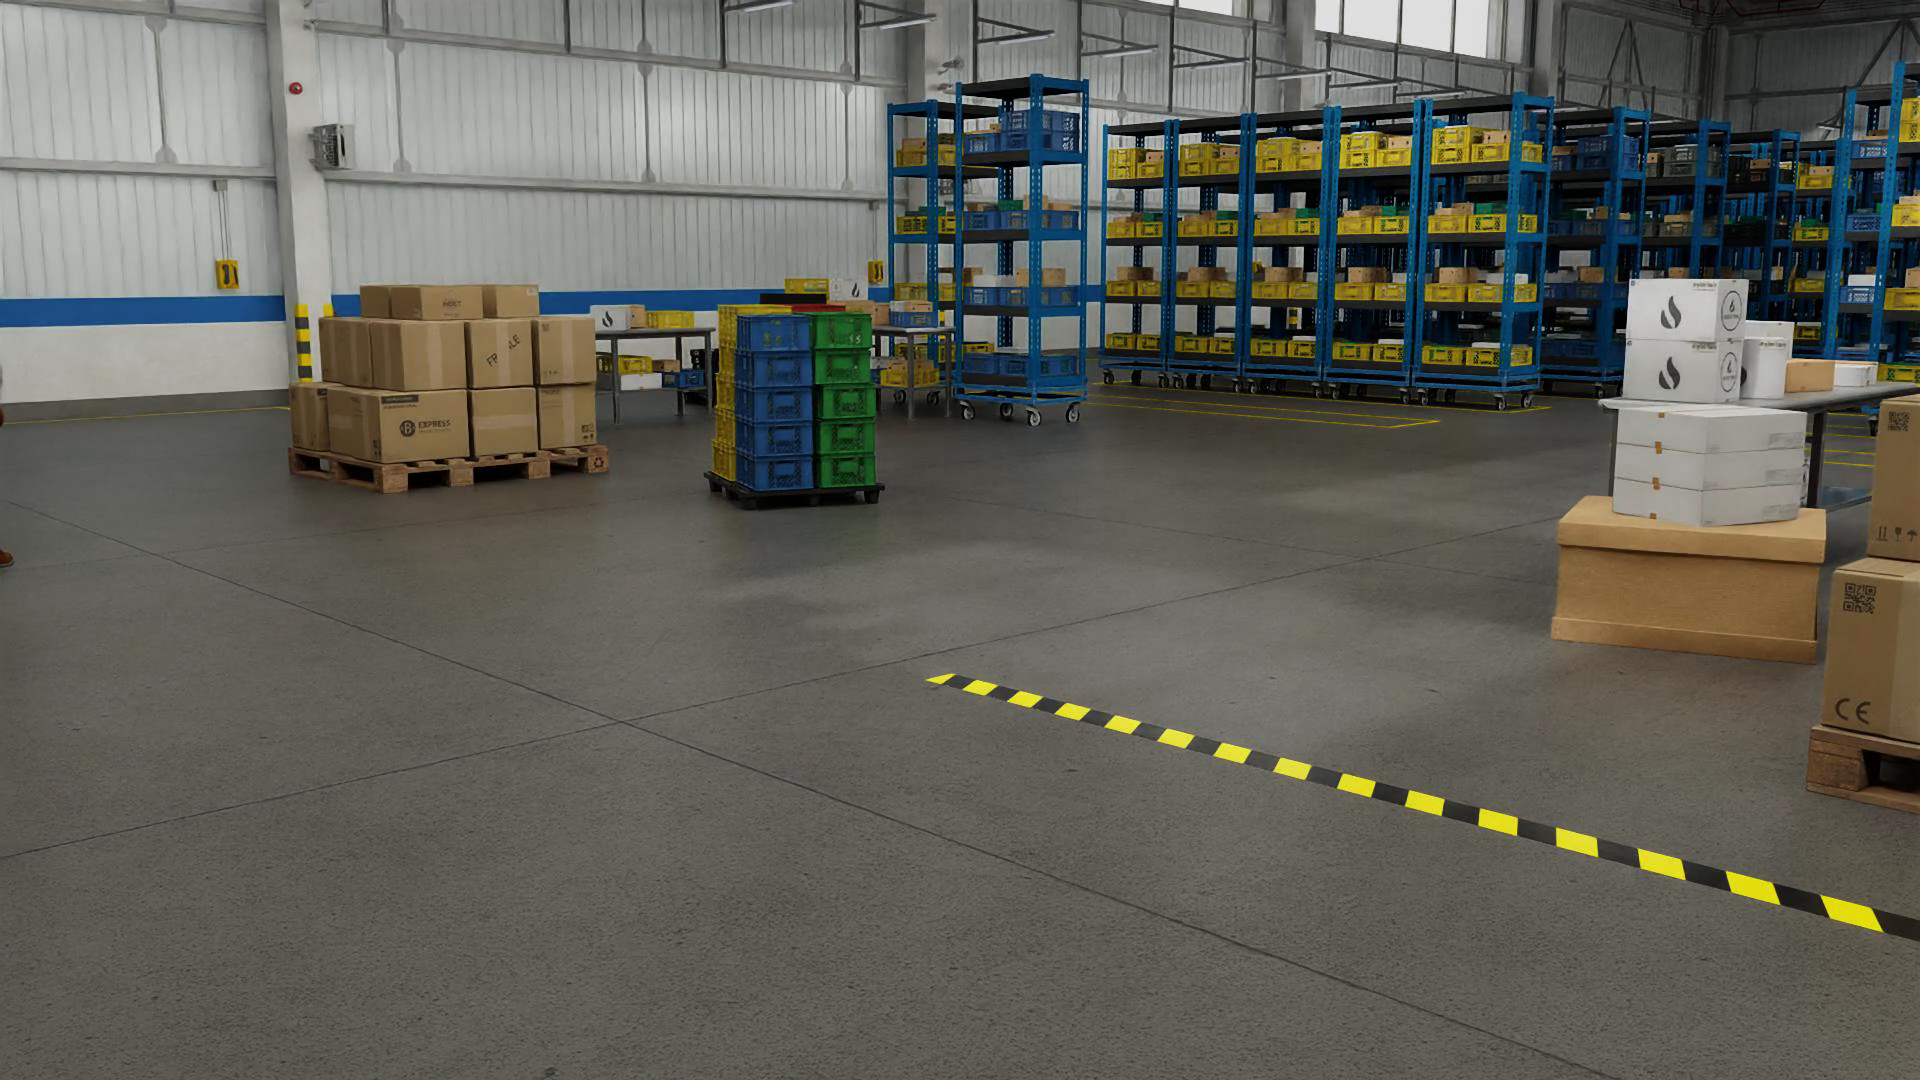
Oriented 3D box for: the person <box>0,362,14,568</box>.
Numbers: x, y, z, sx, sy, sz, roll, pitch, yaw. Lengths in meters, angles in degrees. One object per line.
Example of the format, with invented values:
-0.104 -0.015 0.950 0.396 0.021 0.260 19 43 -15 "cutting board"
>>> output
-5.548 -0.774 9.076 0.603 1.944 0.391 -3 10 -16 "person"
